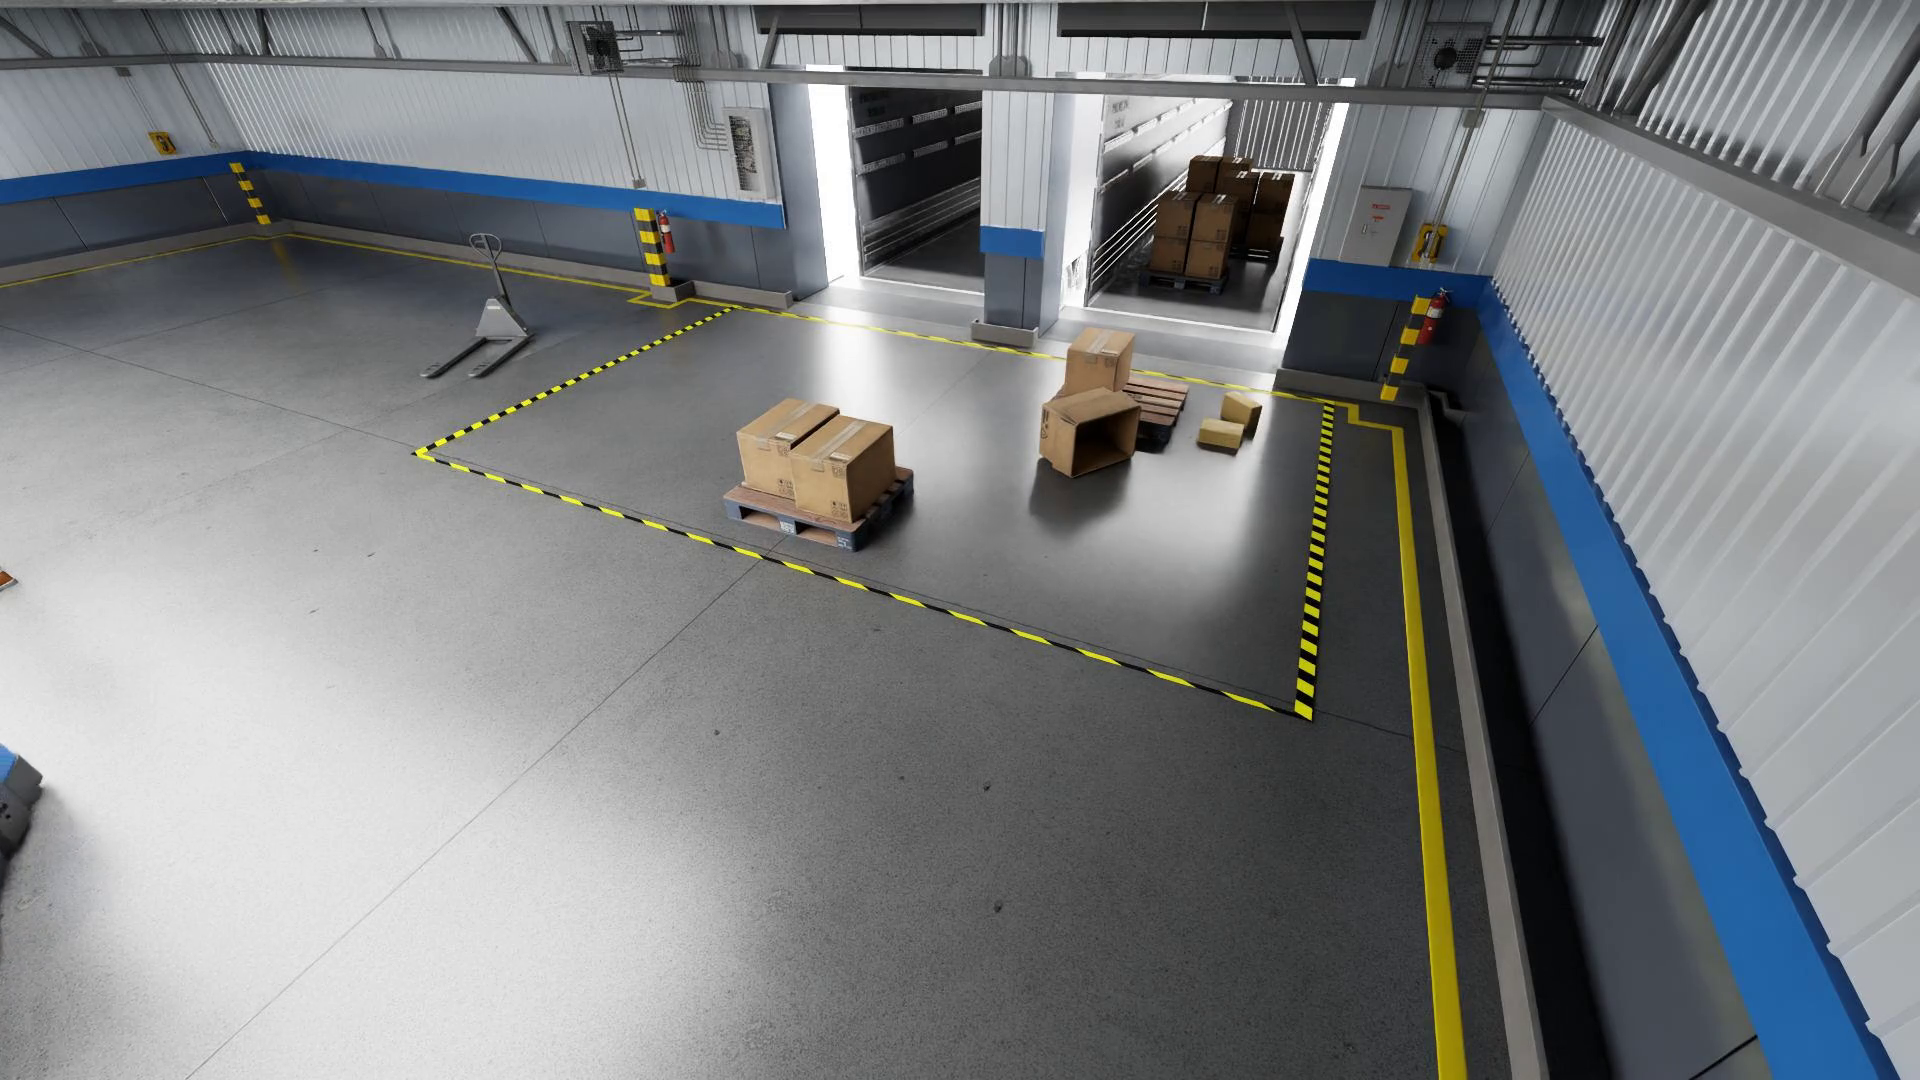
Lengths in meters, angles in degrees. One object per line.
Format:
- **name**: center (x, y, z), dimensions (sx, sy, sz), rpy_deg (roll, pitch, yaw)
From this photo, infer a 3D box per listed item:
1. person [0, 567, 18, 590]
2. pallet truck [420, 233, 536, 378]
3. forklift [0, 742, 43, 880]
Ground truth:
- **person**: center (-6.919, -0.445, 4.634), dimensions (0.614, 1.946, 0.389), rpy_deg (16, 38, 21)
- **pallet truck**: center (-5.664, -2.712, 8.427), dimensions (0.680, 1.201, 1.601), rpy_deg (0, 35, -1)
- **forklift**: center (-4.898, 0.768, 2.852), dimensions (0.716, 2.013, 0.776), rpy_deg (-20, 40, -25)
